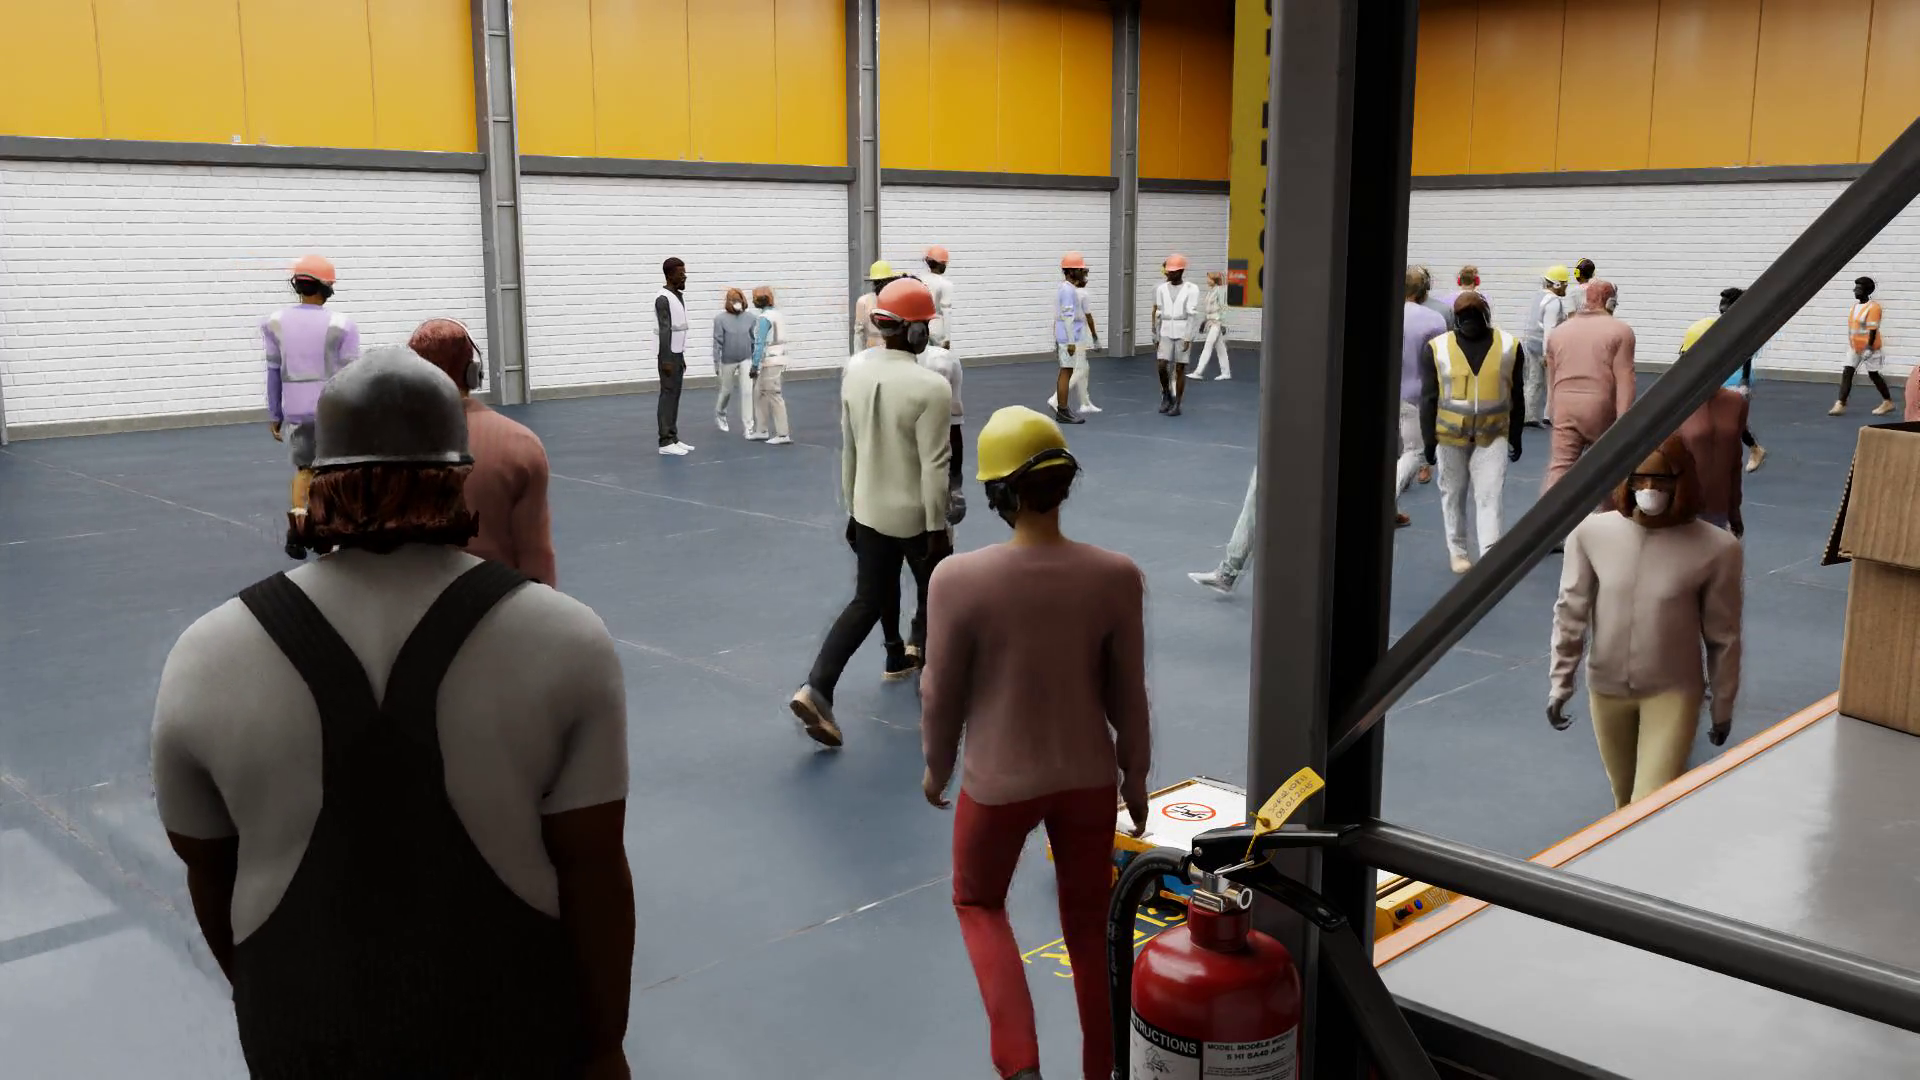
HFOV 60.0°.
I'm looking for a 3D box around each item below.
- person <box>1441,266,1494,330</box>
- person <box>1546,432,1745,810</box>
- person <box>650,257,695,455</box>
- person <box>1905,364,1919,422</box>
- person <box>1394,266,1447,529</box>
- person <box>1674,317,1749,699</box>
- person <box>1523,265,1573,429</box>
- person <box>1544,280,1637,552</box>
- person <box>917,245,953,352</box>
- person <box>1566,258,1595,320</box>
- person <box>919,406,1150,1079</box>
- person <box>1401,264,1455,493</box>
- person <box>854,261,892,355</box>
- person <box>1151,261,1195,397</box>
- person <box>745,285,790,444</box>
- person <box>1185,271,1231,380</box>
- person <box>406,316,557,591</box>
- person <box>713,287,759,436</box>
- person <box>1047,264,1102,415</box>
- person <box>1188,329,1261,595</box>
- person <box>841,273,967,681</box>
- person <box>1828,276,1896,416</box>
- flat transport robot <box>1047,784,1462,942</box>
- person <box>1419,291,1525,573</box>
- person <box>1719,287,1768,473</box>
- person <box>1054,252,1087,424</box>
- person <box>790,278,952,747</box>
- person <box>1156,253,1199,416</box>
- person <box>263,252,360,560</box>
[{"bbox_3d":[5.316,-1.966,17.480,0.590,1.806,0.797,6,12,31],"label":"person"},{"bbox_3d":[2.020,0.455,4.924,0.494,1.585,0.884,8,13,38],"label":"person"},{"bbox_3d":[-2.829,-1.799,16.297,0.389,1.916,0.590,1,10,5],"label":"person"},{"bbox_3d":[4.146,-0.116,6.897,0.616,1.993,0.395,-5,11,-23],"label":"person"},{"bbox_3d":[3.096,-0.981,11.821,0.716,1.922,0.646,-10,14,-43],"label":"person"},{"bbox_3d":[3.345,-0.125,7.579,0.533,1.767,0.327,-3,11,-14],"label":"person"},{"bbox_3d":[6.464,-2.092,18.185,0.588,1.808,0.627,0,10,0],"label":"person"},{"bbox_3d":[4.286,-0.841,11.313,1.014,1.827,0.687,-10,14,-44],"label":"person"},{"bbox_3d":[-0.363,-2.456,19.585,0.610,2.023,0.818,8,13,37],"label":"person"},{"bbox_3d":[7.106,-2.280,19.038,0.517,1.874,0.327,-3,11,-14],"label":"person"},{"bbox_3d":[0.179,0.561,3.887,0.544,1.747,0.406,-3,11,-16],"label":"person"},{"bbox_3d":[3.869,-1.369,14.010,0.641,1.912,0.916,10,14,43],"label":"person"},{"bbox_3d":[-0.792,-1.948,17.234,0.607,1.874,1.014,3,11,16],"label":"person"},{"bbox_3d":[2.758,-2.722,21.522,0.584,1.845,0.431,1,10,3],"label":"person"},{"bbox_3d":[-2.015,-1.779,16.970,0.604,1.615,0.534,0,10,1],"label":"person"},{"bbox_3d":[3.645,-3.139,24.435,0.817,1.597,0.535,-2,11,-11],"label":"person"},{"bbox_3d":[-1.581,0.253,5.190,0.638,1.876,0.898,-3,11,-14],"label":"person"},{"bbox_3d":[-2.421,-1.909,17.798,0.508,1.605,0.788,-4,11,-23],"label":"person"},{"bbox_3d":[1.367,-2.376,19.743,0.907,1.809,0.484,-6,12,-31],"label":"person"},{"bbox_3d":[1.773,-0.480,9.650,0.848,1.701,0.508,-2,11,-11],"label":"person"},{"bbox_3d":[-0.261,-0.293,7.971,0.643,1.949,0.420,3,11,17],"label":"person"},{"bbox_3d":[10.721,-2.284,19.639,0.802,1.659,0.534,-2,11,-11],"label":"person"},{"bbox_3d":[1.022,1.042,5.290,0.652,0.197,1.431,-10,14,-44],"label":"flat transport robot"},{"bbox_3d":[3.148,-0.618,10.213,0.635,1.786,0.960,2,11,12],"label":"person"},{"bbox_3d":[6.798,-1.371,14.588,0.474,1.679,0.545,-1,10,-6],"label":"person"},{"bbox_3d":[1.259,-2.295,18.936,0.363,1.939,0.542,0,10,0],"label":"person"},{"bbox_3d":[-0.313,-0.108,6.973,0.625,1.969,0.917,9,14,40],"label":"person"},{"bbox_3d":[2.533,-2.406,19.596,0.537,1.915,0.432,5,12,25],"label":"person"},{"bbox_3d":[-4.149,-0.827,10.699,0.624,2.022,0.583,0,10,-2],"label":"person"}]
